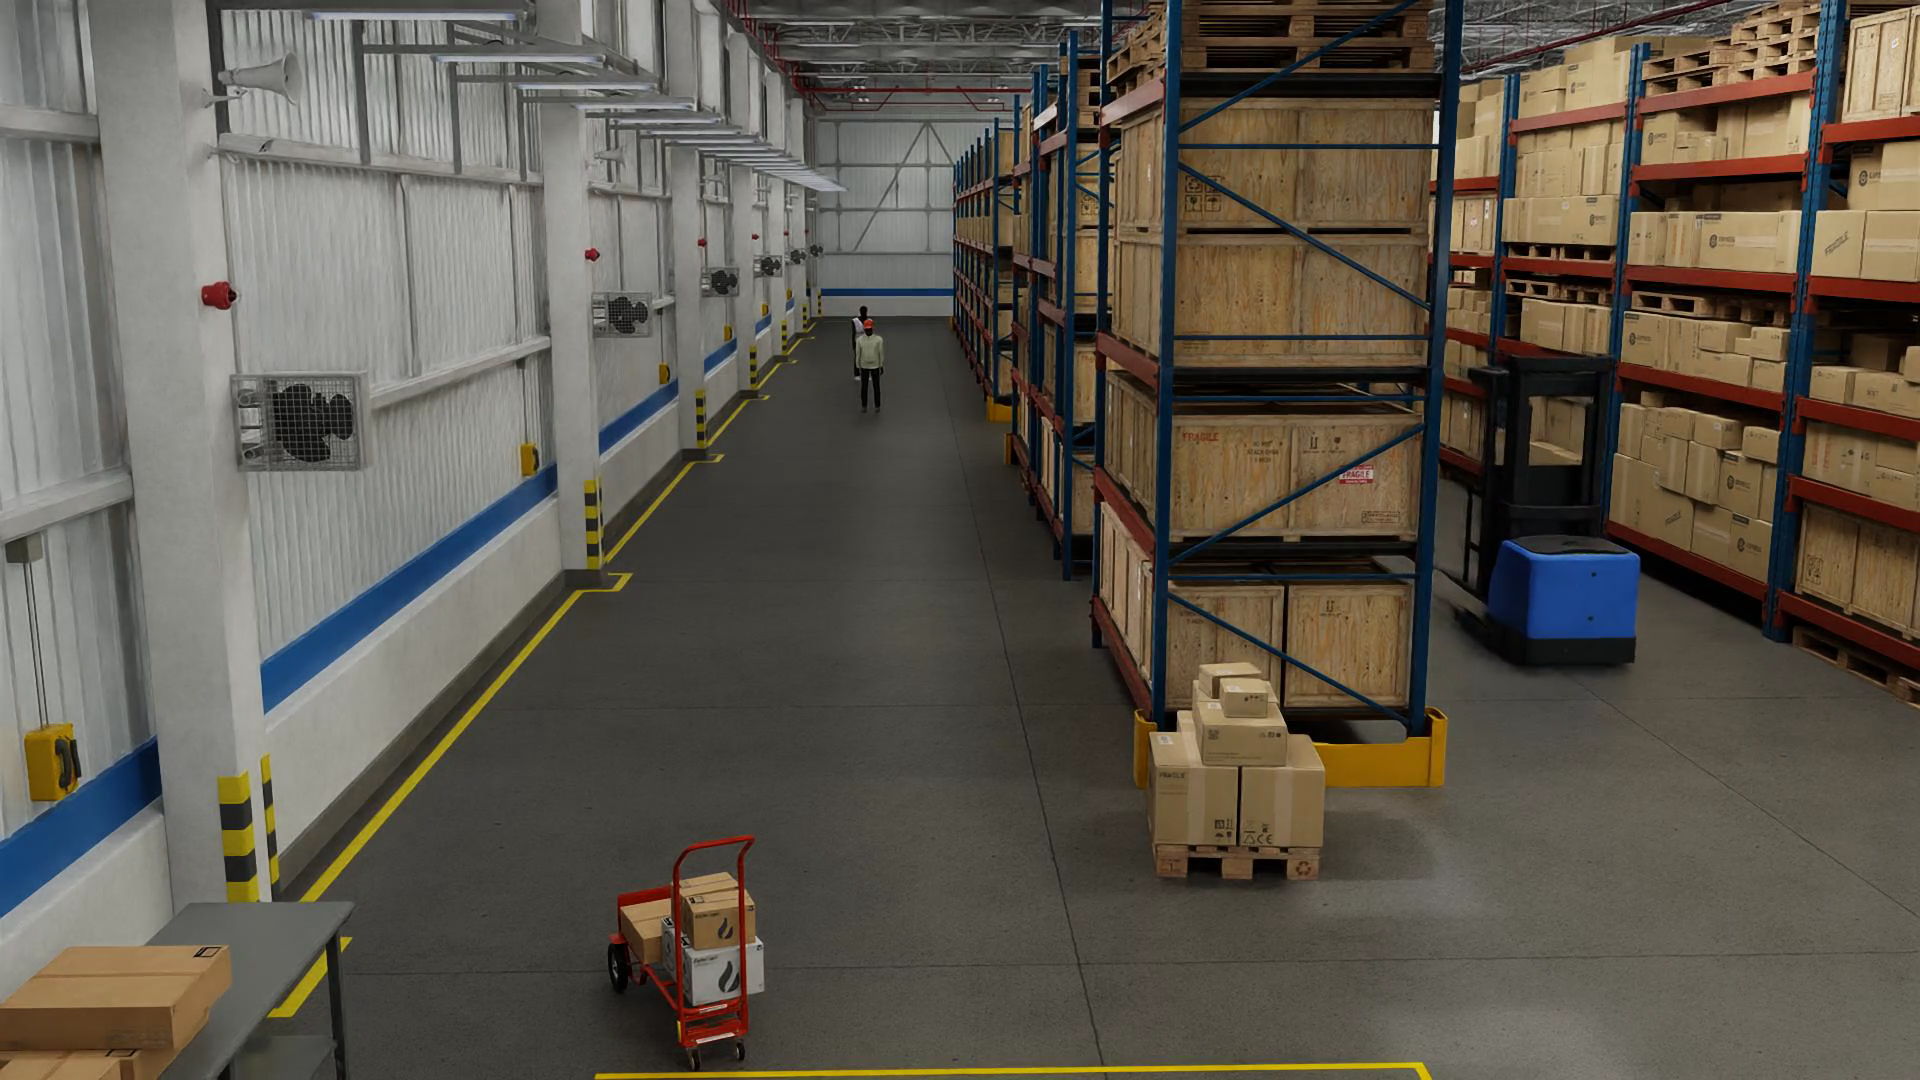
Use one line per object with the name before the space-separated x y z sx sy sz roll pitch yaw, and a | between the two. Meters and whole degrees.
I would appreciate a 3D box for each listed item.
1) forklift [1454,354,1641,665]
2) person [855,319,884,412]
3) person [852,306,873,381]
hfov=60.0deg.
forklift | 5.609 -0.365 15.749 1.129 2.768 1.873 0 11 -2
person | -1.928 -3.712 35.505 0.618 1.989 0.401 0 11 1
person | -2.492 -5.042 42.628 0.593 1.910 0.388 -5 12 -25
